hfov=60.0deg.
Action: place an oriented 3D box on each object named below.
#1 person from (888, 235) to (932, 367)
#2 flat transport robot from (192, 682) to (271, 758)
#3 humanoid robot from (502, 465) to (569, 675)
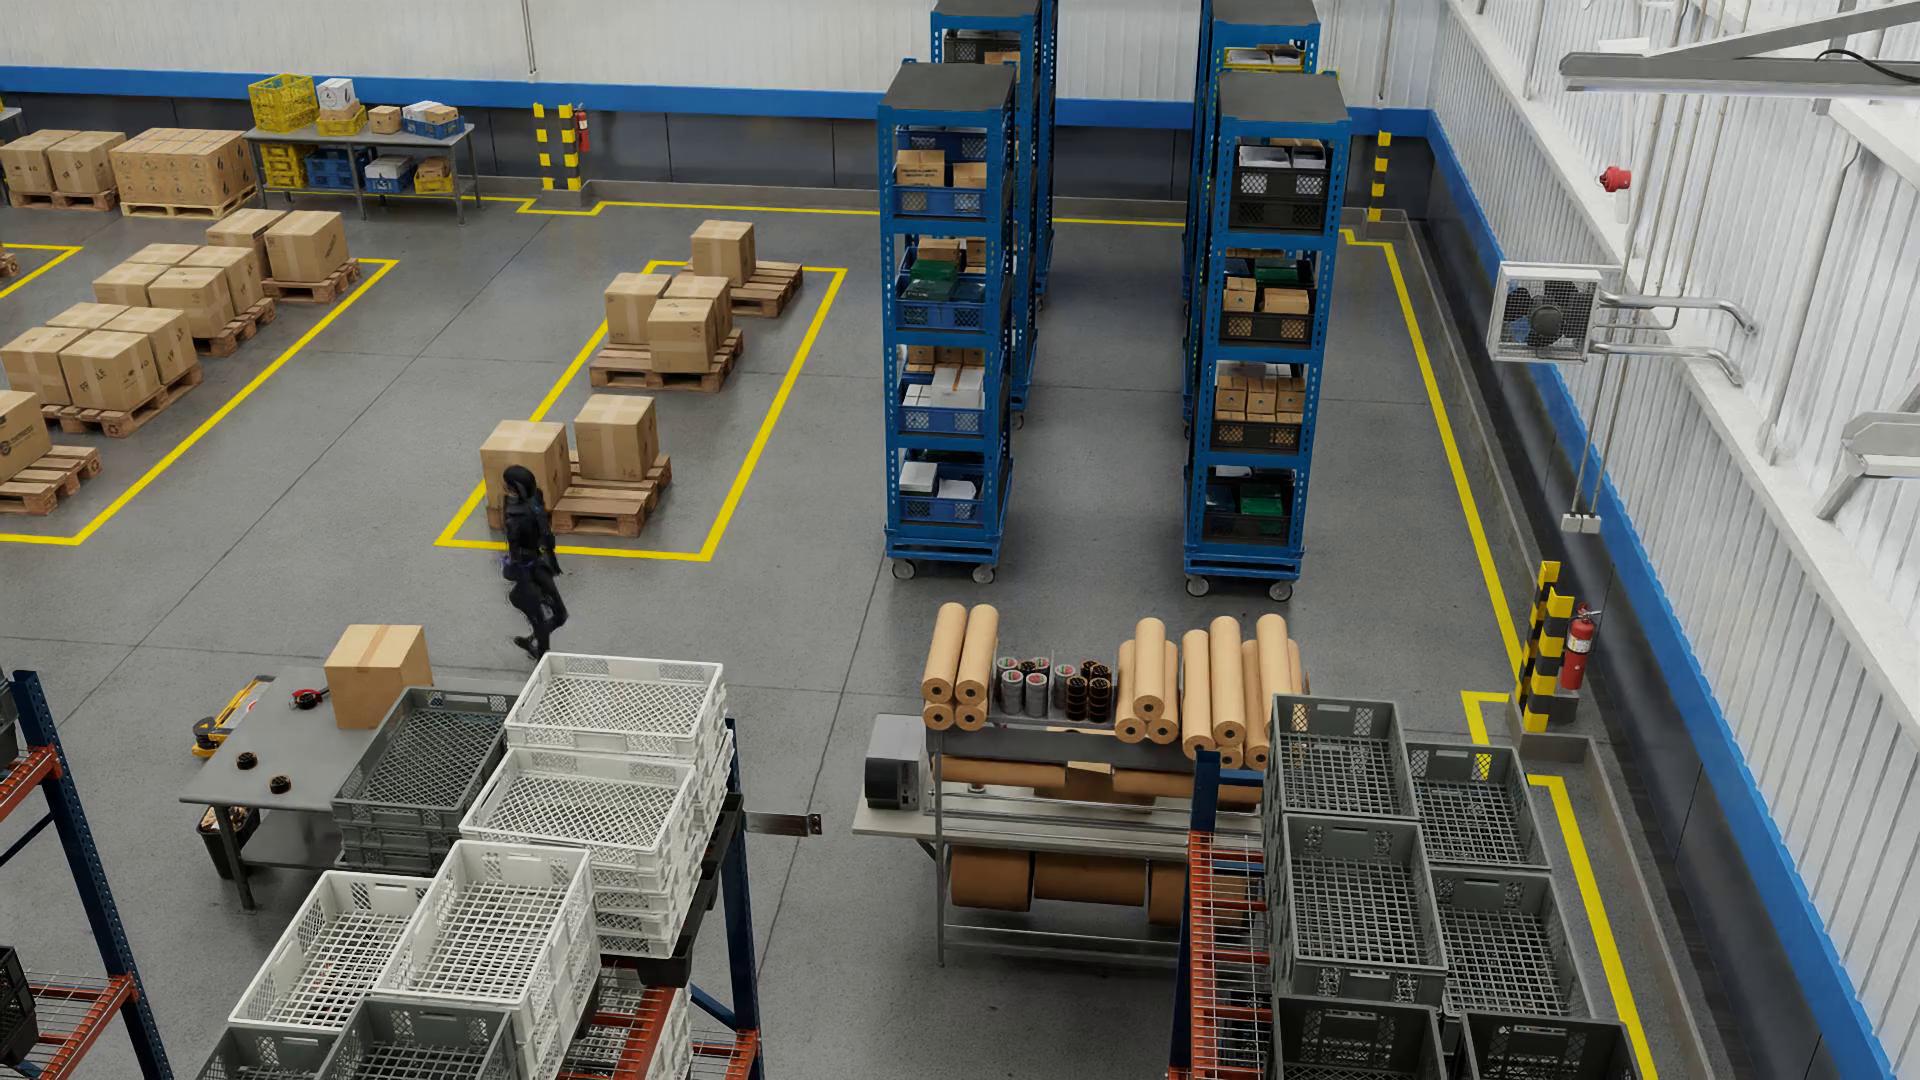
[{"bbox_3d":[-0.300,-1.634,13.884,0.581,1.884,0.374,-1,30,-2],"label":"person"},{"bbox_3d":[-4.089,1.163,10.648,1.431,0.197,0.652,3,30,6],"label":"flat transport robot"},{"bbox_3d":[-2.798,0.215,10.904,0.446,1.647,0.600,6,31,10],"label":"humanoid robot"}]
